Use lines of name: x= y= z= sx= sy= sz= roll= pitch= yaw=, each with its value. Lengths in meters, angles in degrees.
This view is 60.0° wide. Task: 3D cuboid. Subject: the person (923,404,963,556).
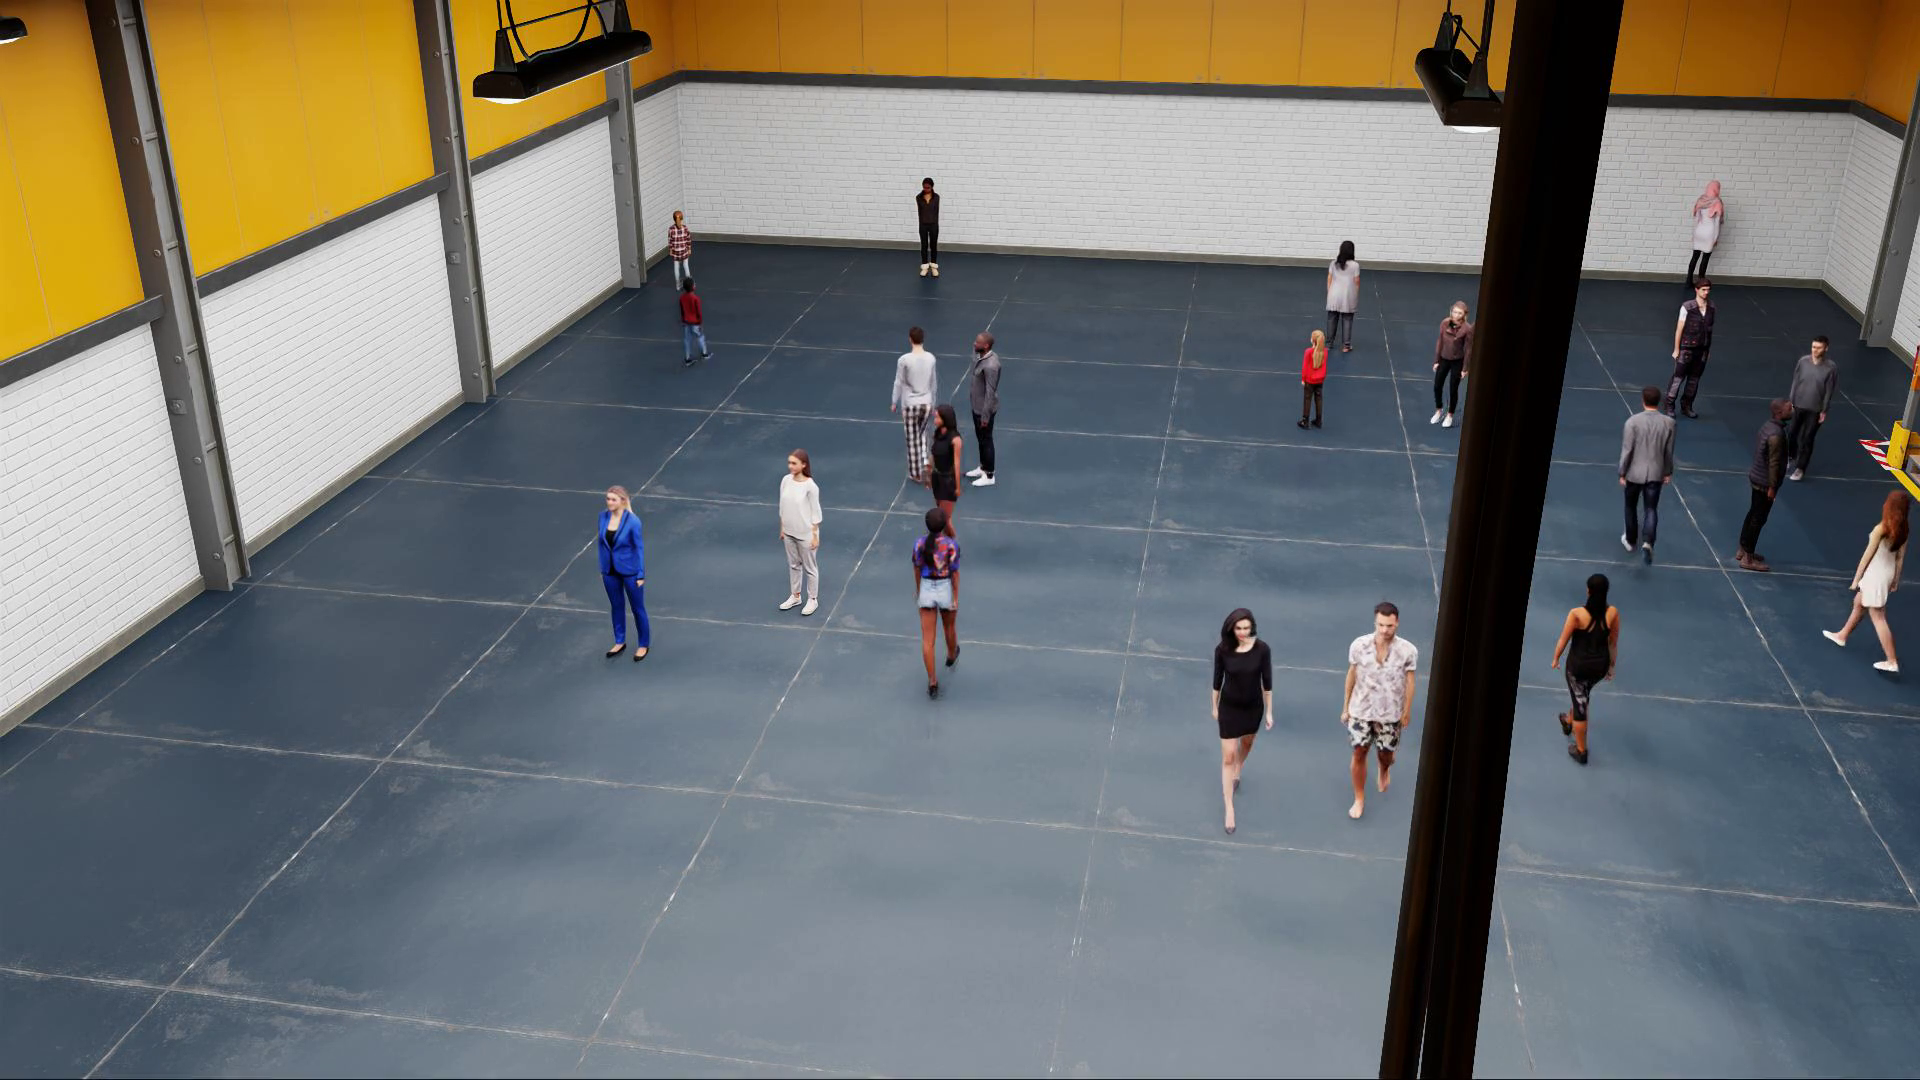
person: x=-0.081 y=-0.588 z=17.314 sx=0.773 sy=1.730 sz=0.717 roll=-17 pitch=29 yaw=-33

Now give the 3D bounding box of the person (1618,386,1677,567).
person: x=7.127 y=-0.648 z=17.313 sx=0.705 sy=1.840 sz=1.058 roll=5 pitch=24 yaw=10

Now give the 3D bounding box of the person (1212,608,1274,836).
person: x=2.184 y=1.315 z=12.924 sx=0.715 sy=1.760 sz=1.129 roll=1 pitch=24 yaw=3

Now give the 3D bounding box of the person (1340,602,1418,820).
person: x=3.249 y=1.268 z=12.979 sx=0.757 sy=1.801 sz=0.867 roll=8 pitch=25 yaw=18

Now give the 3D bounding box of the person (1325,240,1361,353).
person: x=5.581 y=-3.566 z=24.271 sx=0.722 sy=1.613 sz=0.753 roll=12 pitch=26 yaw=26

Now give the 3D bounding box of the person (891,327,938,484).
person: x=-0.467 y=-1.543 z=19.374 sx=0.828 sy=1.831 sz=0.887 roll=-12 pitch=26 yaw=-25

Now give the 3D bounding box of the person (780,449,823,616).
person: x=-1.555 y=-0.098 z=16.246 sx=0.671 sy=1.688 sz=0.665 roll=14 pitch=27 yaw=29

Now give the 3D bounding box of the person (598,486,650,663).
person: x=-3.101 y=0.293 z=15.336 sx=0.654 sy=1.700 sz=0.599 roll=9 pitch=25 yaw=19

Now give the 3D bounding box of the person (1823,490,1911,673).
person: x=8.415 y=0.401 z=15.128 sx=0.949 sy=1.670 sz=1.203 roll=-8 pitch=25 yaw=-17

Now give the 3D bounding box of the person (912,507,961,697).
person: x=-0.227 y=0.567 z=14.702 sx=0.587 sy=1.706 sz=1.021 roll=4 pitch=24 yaw=8

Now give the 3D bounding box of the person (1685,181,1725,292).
person: x=12.235 y=-5.001 z=27.321 sx=0.778 sy=1.801 sz=0.721 roll=-16 pitch=28 yaw=-33

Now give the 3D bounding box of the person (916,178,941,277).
person: x=-0.532 y=-5.349 z=28.294 sx=0.618 sy=1.660 sz=0.666 roll=1 pitch=24 yaw=1

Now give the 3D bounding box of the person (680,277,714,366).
person: x=-3.848 y=-3.095 z=23.665 sx=0.606 sy=1.237 sz=0.799 roll=9 pitch=25 yaw=20

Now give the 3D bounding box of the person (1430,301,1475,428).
person: x=6.295 y=-2.264 z=21.207 sx=0.733 sy=1.683 sz=0.761 roll=19 pitch=30 yaw=36

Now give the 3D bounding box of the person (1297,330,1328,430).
person: x=4.521 y=-2.054 z=21.228 sx=0.559 sy=1.282 sz=0.594 roll=-8 pitch=25 yaw=-17

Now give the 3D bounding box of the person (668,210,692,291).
person: x=-4.624 y=-4.788 z=27.452 sx=0.601 sy=1.305 sz=0.629 roll=-8 pitch=25 yaw=-18

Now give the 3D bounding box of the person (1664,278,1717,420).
person: x=9.471 y=-2.485 z=21.506 sx=0.731 sy=1.848 sz=0.693 roll=-4 pitch=24 yaw=-8

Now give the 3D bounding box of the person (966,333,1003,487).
person: x=0.295 y=-1.539 z=19.379 sx=0.850 sy=1.818 sz=0.679 roll=-4 pitch=24 yaw=-10

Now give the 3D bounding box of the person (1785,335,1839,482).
person: x=10.013 y=-1.573 z=19.543 sx=0.772 sy=1.750 sz=0.816 roll=18 pitch=30 yaw=36

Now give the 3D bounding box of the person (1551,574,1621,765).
person: x=5.169 y=1.070 z=13.631 sx=0.749 sy=1.643 sz=0.977 roll=-2 pitch=24 yaw=-4

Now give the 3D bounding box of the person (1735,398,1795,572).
person: x=8.336 y=-0.600 z=17.210 sx=0.773 sy=1.836 sz=0.537 roll=7 pitch=24 yaw=15
